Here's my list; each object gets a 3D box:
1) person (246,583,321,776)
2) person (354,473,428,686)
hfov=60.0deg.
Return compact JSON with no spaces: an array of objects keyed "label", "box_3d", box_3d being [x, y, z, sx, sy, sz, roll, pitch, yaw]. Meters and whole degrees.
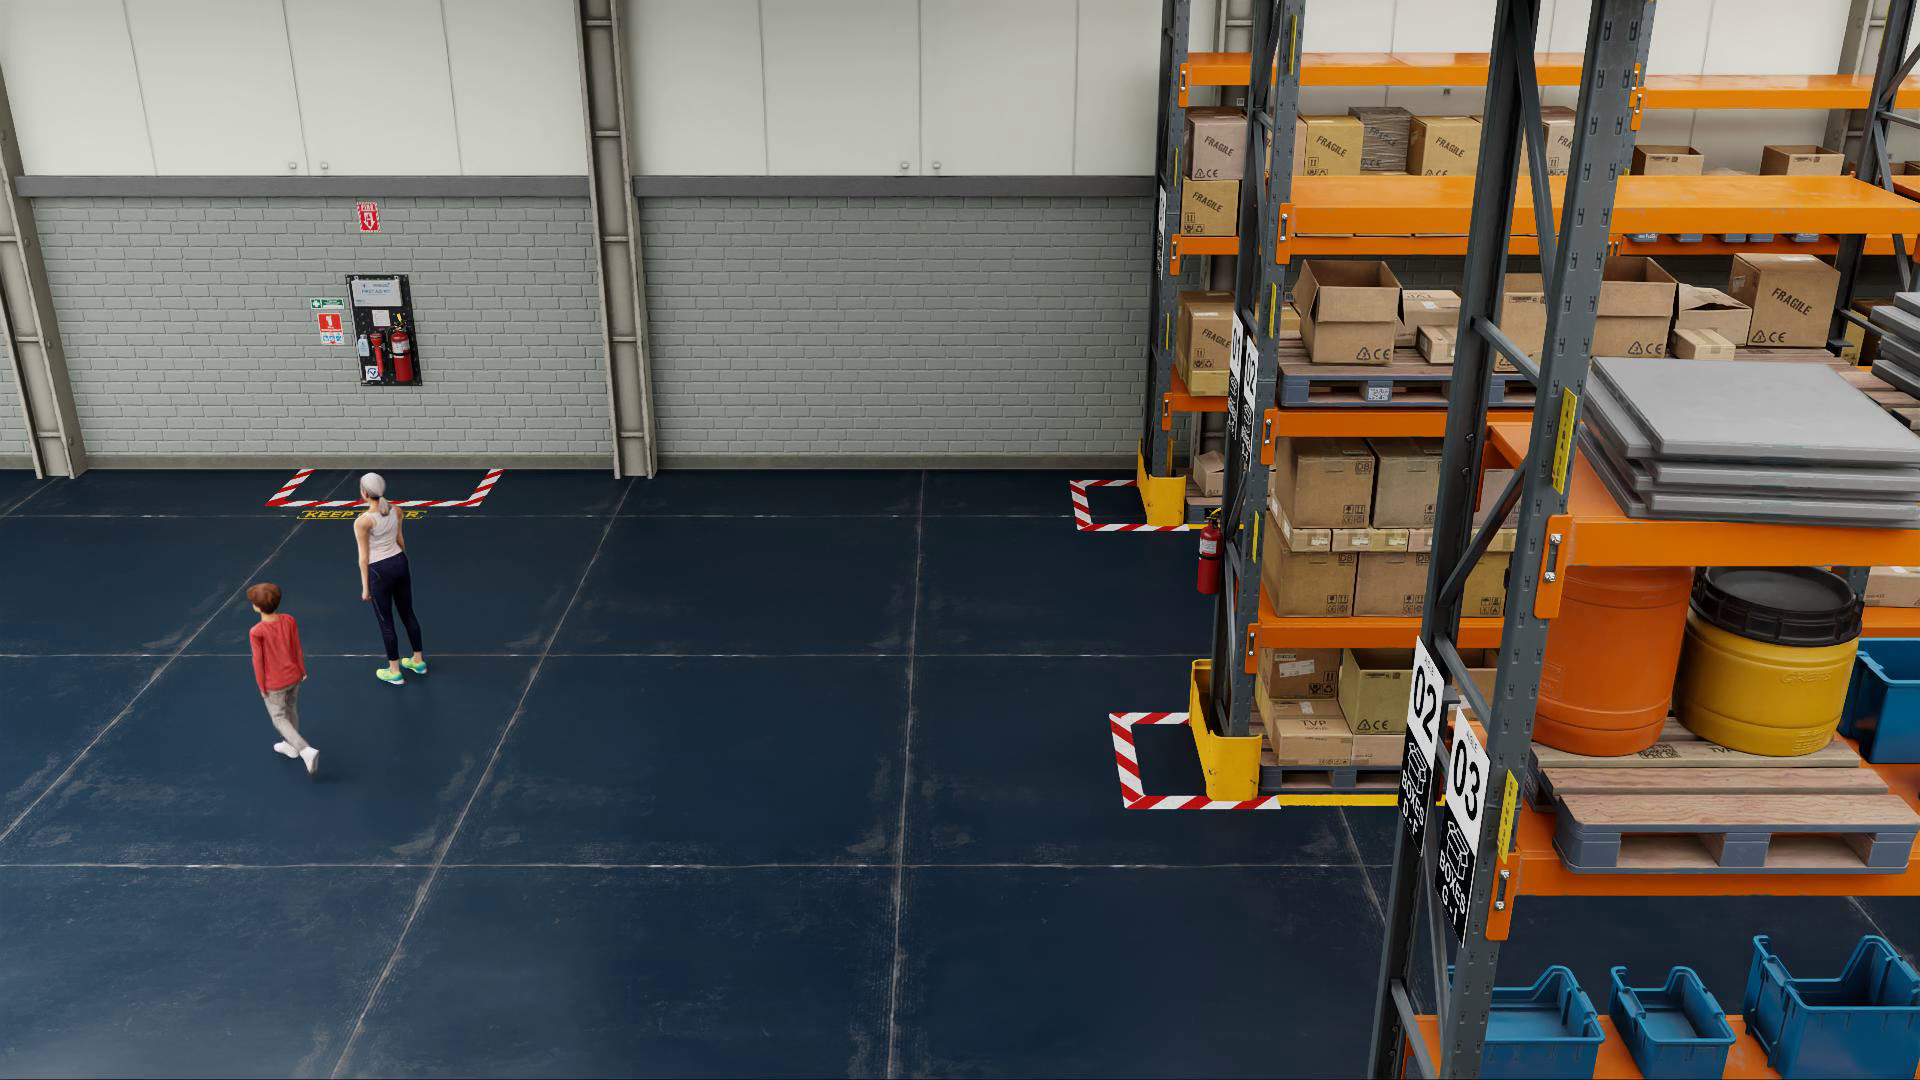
[{"label":"person","box_3d":[-4.722,0.980,11.654,0.940,1.398,0.812,15,27,32]},{"label":"person","box_3d":[-4.425,0.290,12.890,0.691,1.701,0.670,13,26,27]}]
